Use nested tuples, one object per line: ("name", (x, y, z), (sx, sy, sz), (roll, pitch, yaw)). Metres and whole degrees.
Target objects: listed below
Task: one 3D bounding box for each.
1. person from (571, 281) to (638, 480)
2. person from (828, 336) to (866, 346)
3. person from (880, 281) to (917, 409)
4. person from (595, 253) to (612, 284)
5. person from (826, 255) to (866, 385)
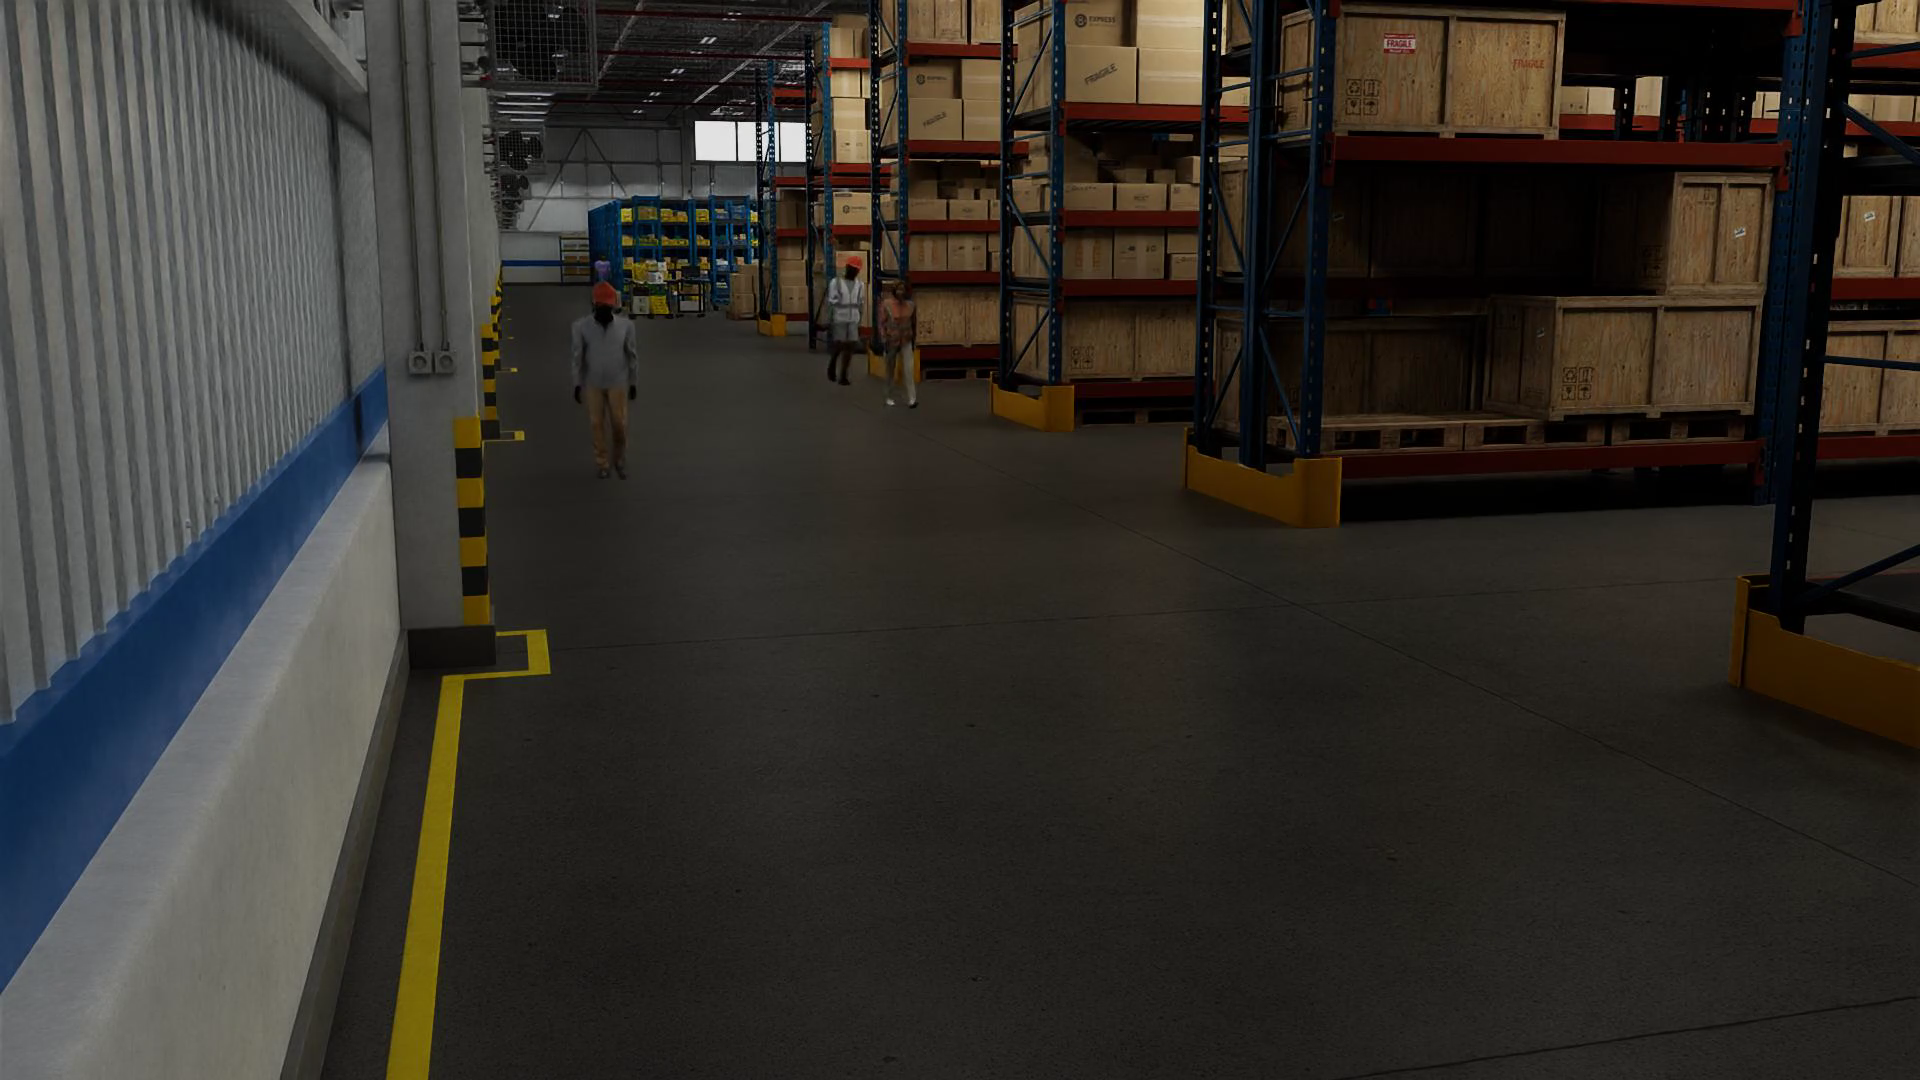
("person", (-3.068, -1.369, 14.373), (0.573, 1.726, 0.533), (-3, 10, -15))
("person", (-2.309, -4.873, 33.971), (0.716, 1.818, 0.631), (-5, 11, -25))
("person", (-0.773, -2.448, 20.874), (0.516, 1.595, 0.852), (-3, 10, -17))
("person", (-12.588, -9.211, 58.613), (0.562, 1.806, 0.924), (-6, 12, -31))
("person", (-1.664, -3.213, 24.360), (0.604, 1.898, 0.469), (-5, 11, -28))
